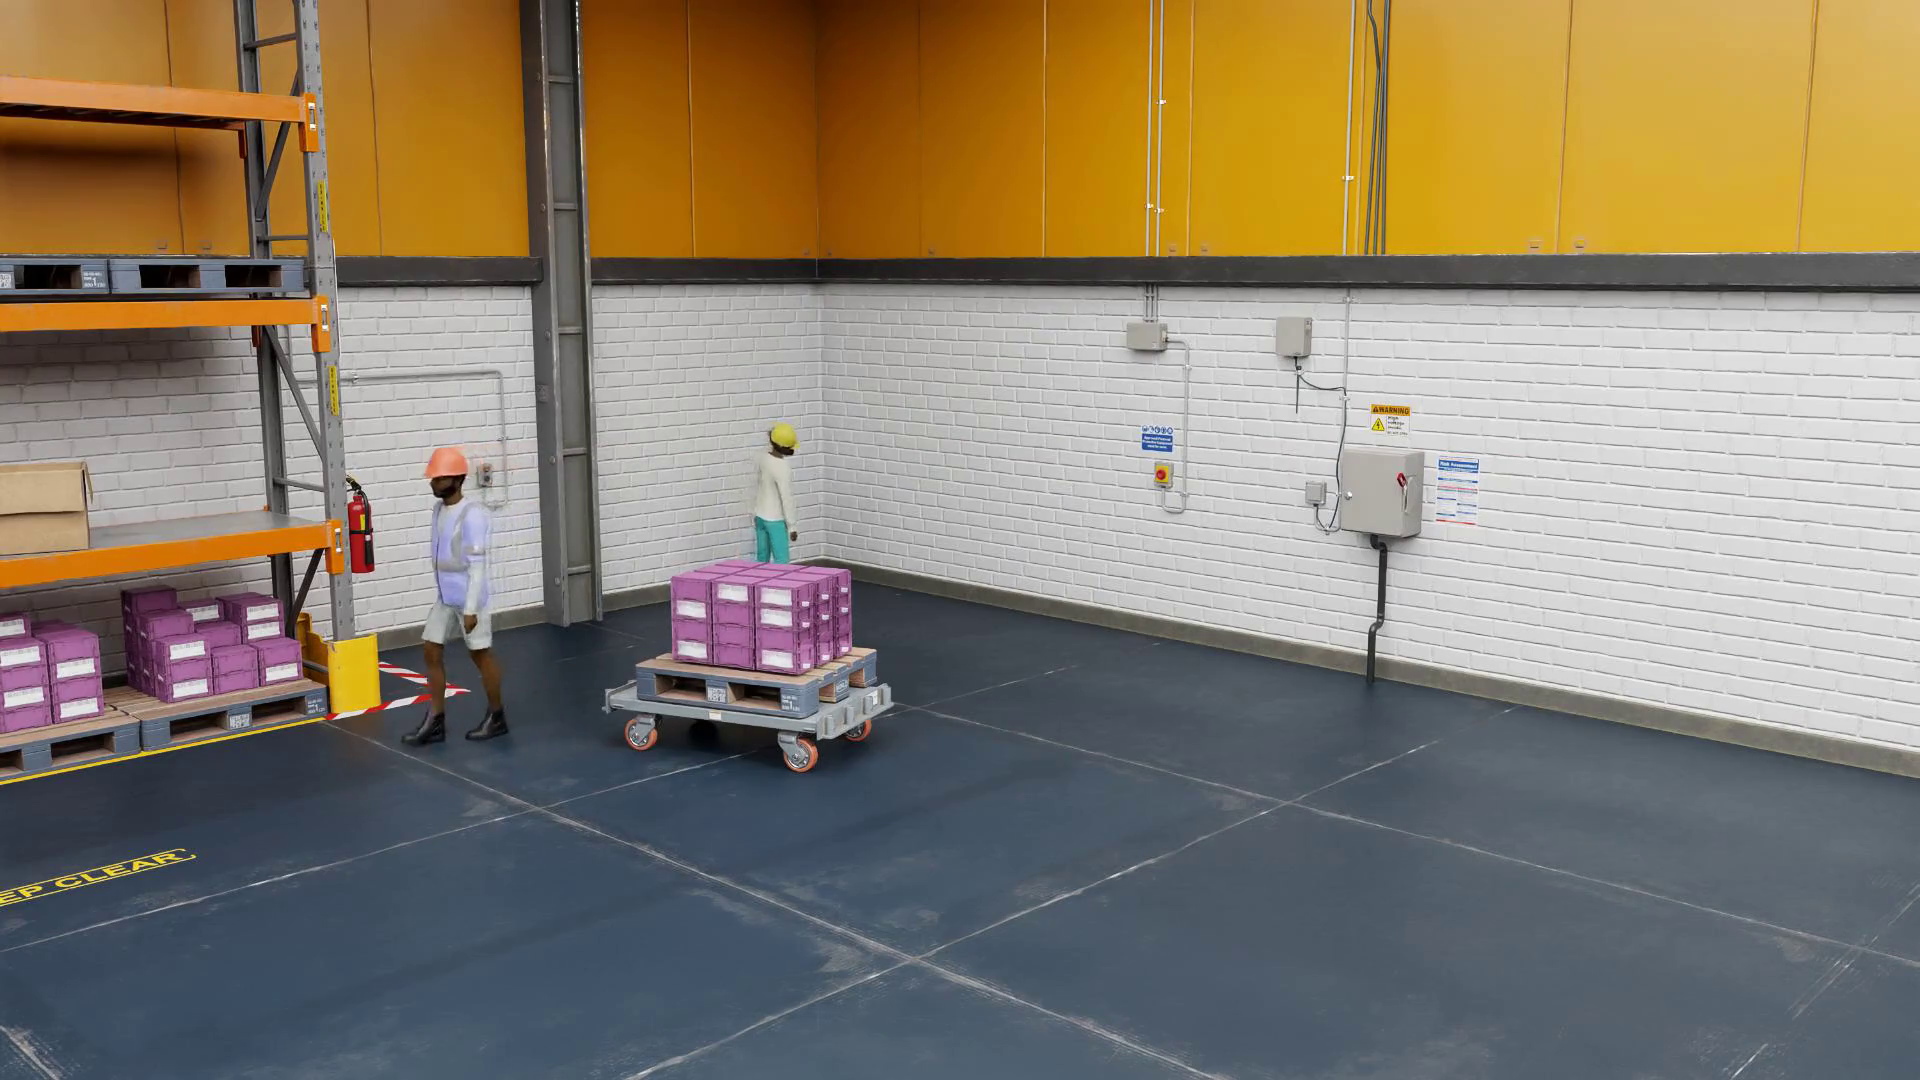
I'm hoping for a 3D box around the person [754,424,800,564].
[{"bbox_3d":[-1.625,-0.169,14.458,0.325,1.718,0.655,-6,11,-32],"label":"person"}]

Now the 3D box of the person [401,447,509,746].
[{"bbox_3d":[-3.241,0.372,10.522,0.567,1.910,0.819,8,12,42],"label":"person"}]
